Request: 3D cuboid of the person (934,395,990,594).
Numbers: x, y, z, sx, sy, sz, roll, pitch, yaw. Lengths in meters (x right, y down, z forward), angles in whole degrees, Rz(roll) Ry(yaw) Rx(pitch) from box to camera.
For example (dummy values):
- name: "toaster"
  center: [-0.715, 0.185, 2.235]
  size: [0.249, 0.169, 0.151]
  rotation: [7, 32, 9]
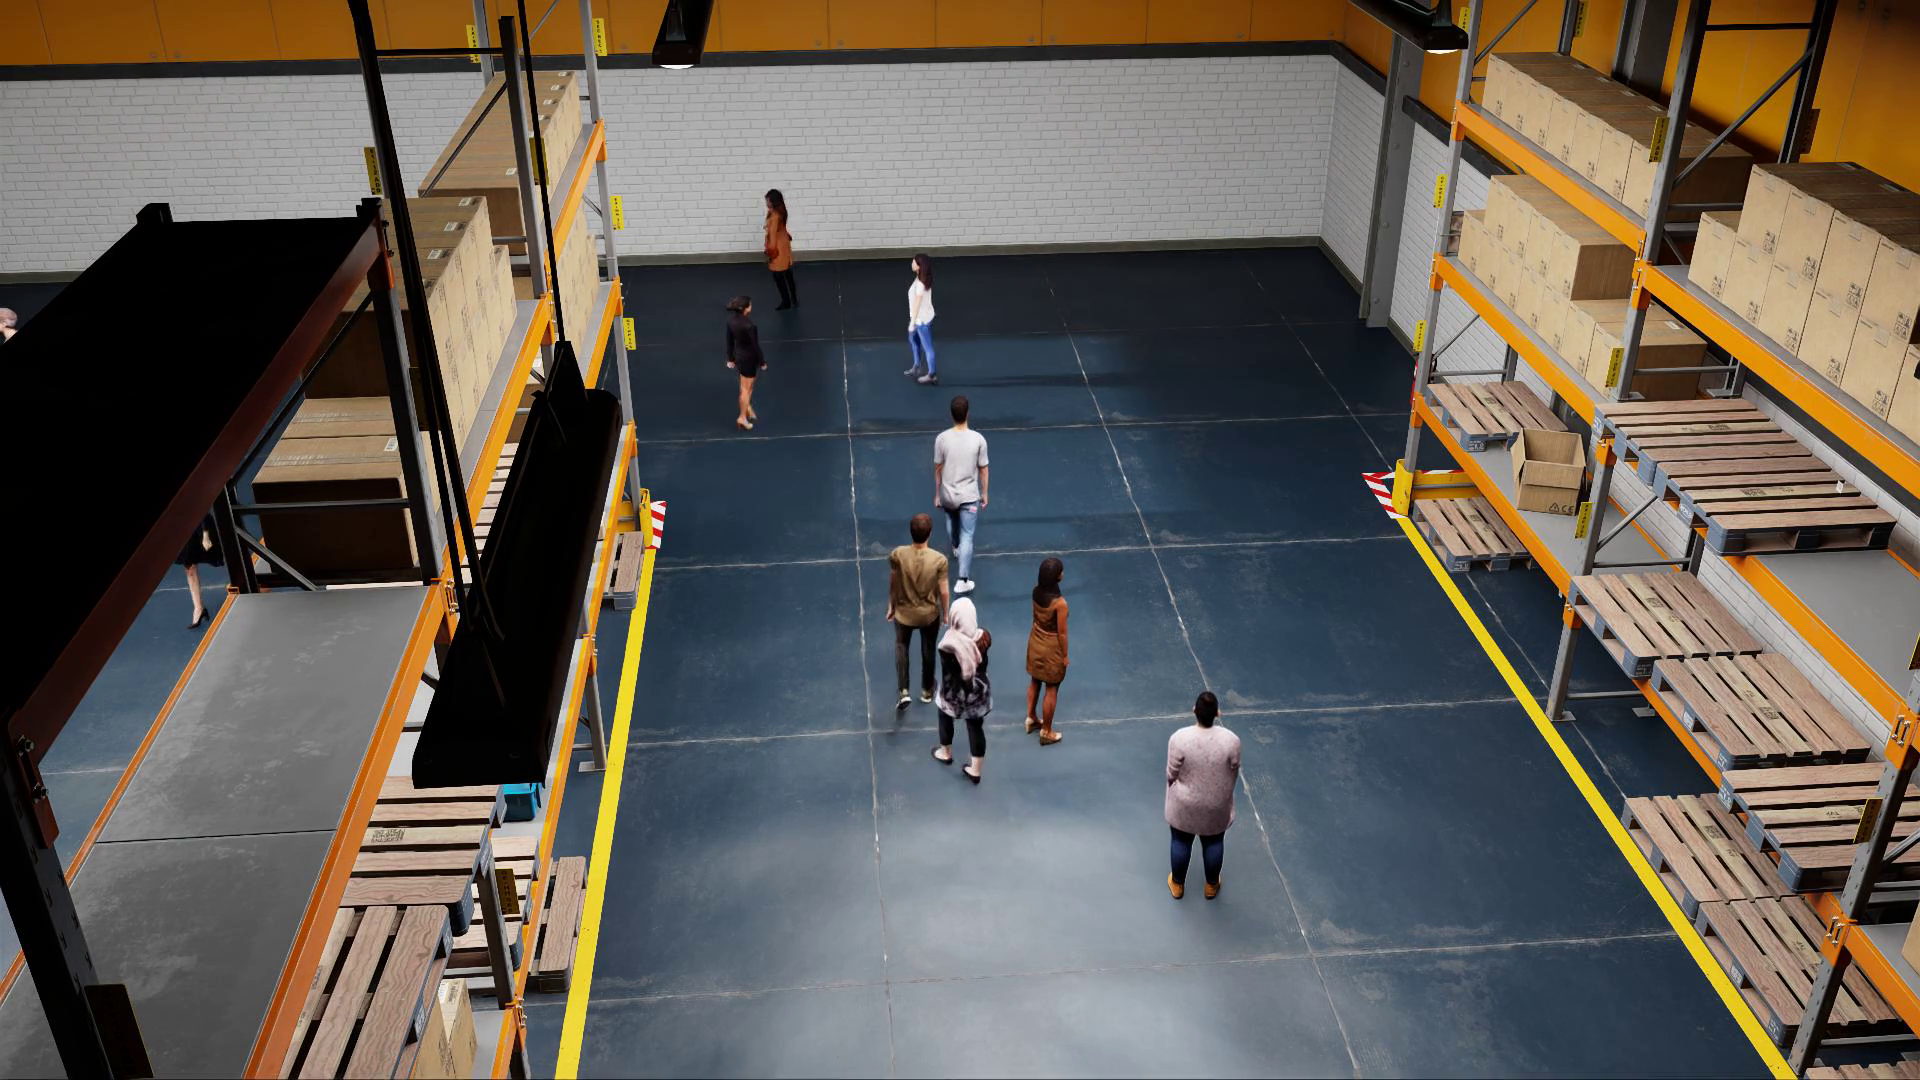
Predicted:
- name: "person"
  center: [-0.018, -0.373, 15.910]
  size: [0.887, 1.800, 1.403]
  rotation: [5, 29, 8]

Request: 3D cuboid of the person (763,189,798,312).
- name: "person"
  center: [-2.409, -3.953, 22.574]
  size: [0.920, 1.703, 0.629]
  rotation: [8, 30, 15]

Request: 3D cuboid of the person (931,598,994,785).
- name: "person"
  center: [0.099, 1.234, 13.162]
  size: [0.797, 1.610, 0.898]
  rotation: [-16, 33, -27]

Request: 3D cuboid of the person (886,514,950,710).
- name: "person"
  center: [-0.374, 0.638, 14.011]
  size: [0.831, 1.843, 0.993]
  rotation: [4, 29, 8]

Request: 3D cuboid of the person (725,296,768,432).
- name: "person"
  center: [-2.515, -1.997, 19.065]
  size: [0.757, 1.628, 0.697]
  rotation: [-24, 37, -37]

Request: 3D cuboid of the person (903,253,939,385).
- name: "person"
  center: [-0.359, -2.659, 20.234]
  size: [0.779, 1.672, 0.709]
  rotation: [5, 29, 9]

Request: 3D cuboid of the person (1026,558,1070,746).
- name: "person"
  center: [0.724, 0.904, 13.690]
  size: [0.699, 1.683, 0.595]
  rotation: [-18, 33, -30]

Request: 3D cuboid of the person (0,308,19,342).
- name: "person"
  center: [-10.189, -1.654, 18.180]
  size: [0.805, 1.874, 0.657]
  rotation: [-12, 31, -21]

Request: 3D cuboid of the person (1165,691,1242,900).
- name: "person"
  center: [1.720, 1.823, 11.943]
  size: [0.723, 1.742, 0.669]
  rotation: [2, 29, 4]
